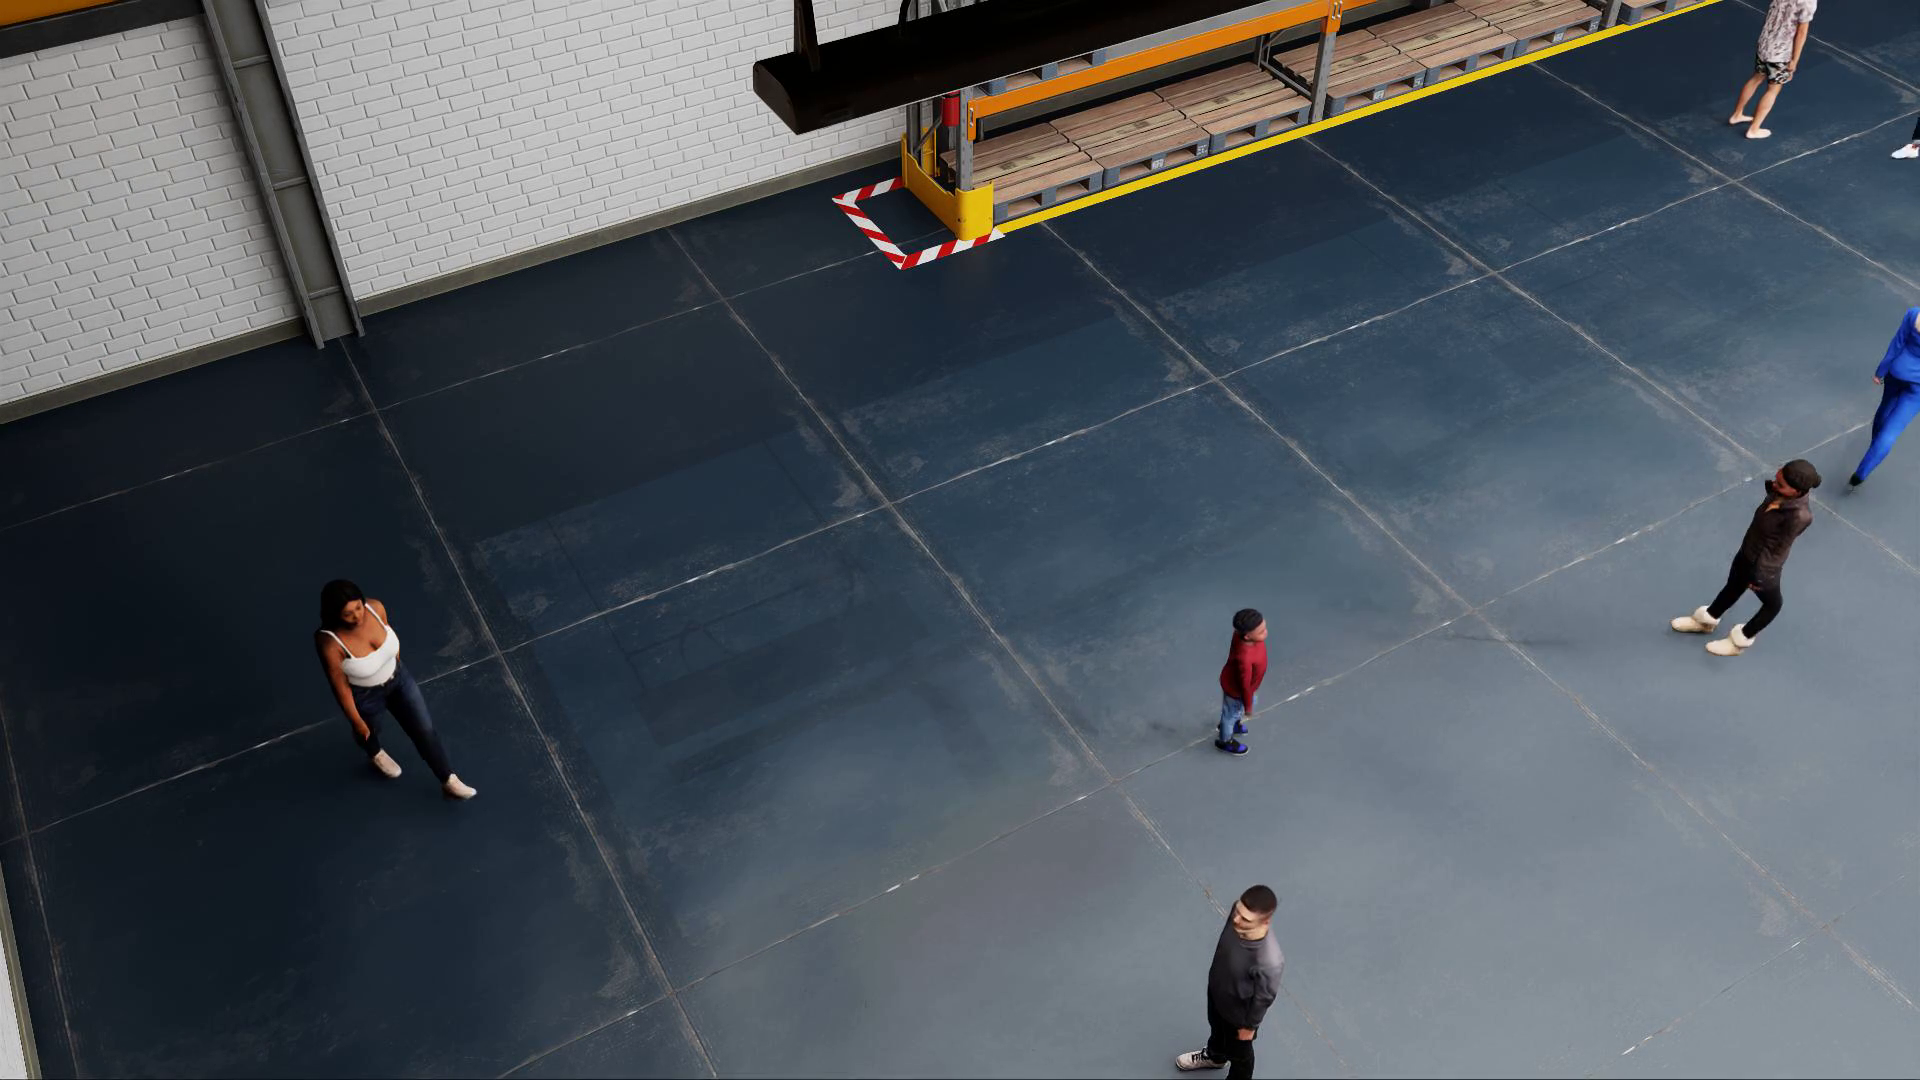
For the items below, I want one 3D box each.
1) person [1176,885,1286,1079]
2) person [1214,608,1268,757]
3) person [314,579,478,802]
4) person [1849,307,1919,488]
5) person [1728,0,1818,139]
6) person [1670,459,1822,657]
[{"bbox_3d":[1.403,2.294,8.390,0.612,1.761,0.662,-12,45,-13],"label":"person"},{"bbox_3d":[1.666,0.865,10.260,0.641,1.250,0.598,5,44,6],"label":"person"},{"bbox_3d":[-3.547,0.858,9.894,1.006,1.767,1.157,28,50,26],"label":"person"},{"bbox_3d":[6.838,-1.097,12.025,0.882,1.656,1.235,32,52,29],"label":"person"},{"bbox_3d":[7.703,-4.662,15.658,0.645,1.807,0.726,-12,45,-13],"label":"person"},{"bbox_3d":[5.045,0.132,10.736,0.808,1.655,0.887,-17,46,-17],"label":"person"}]
